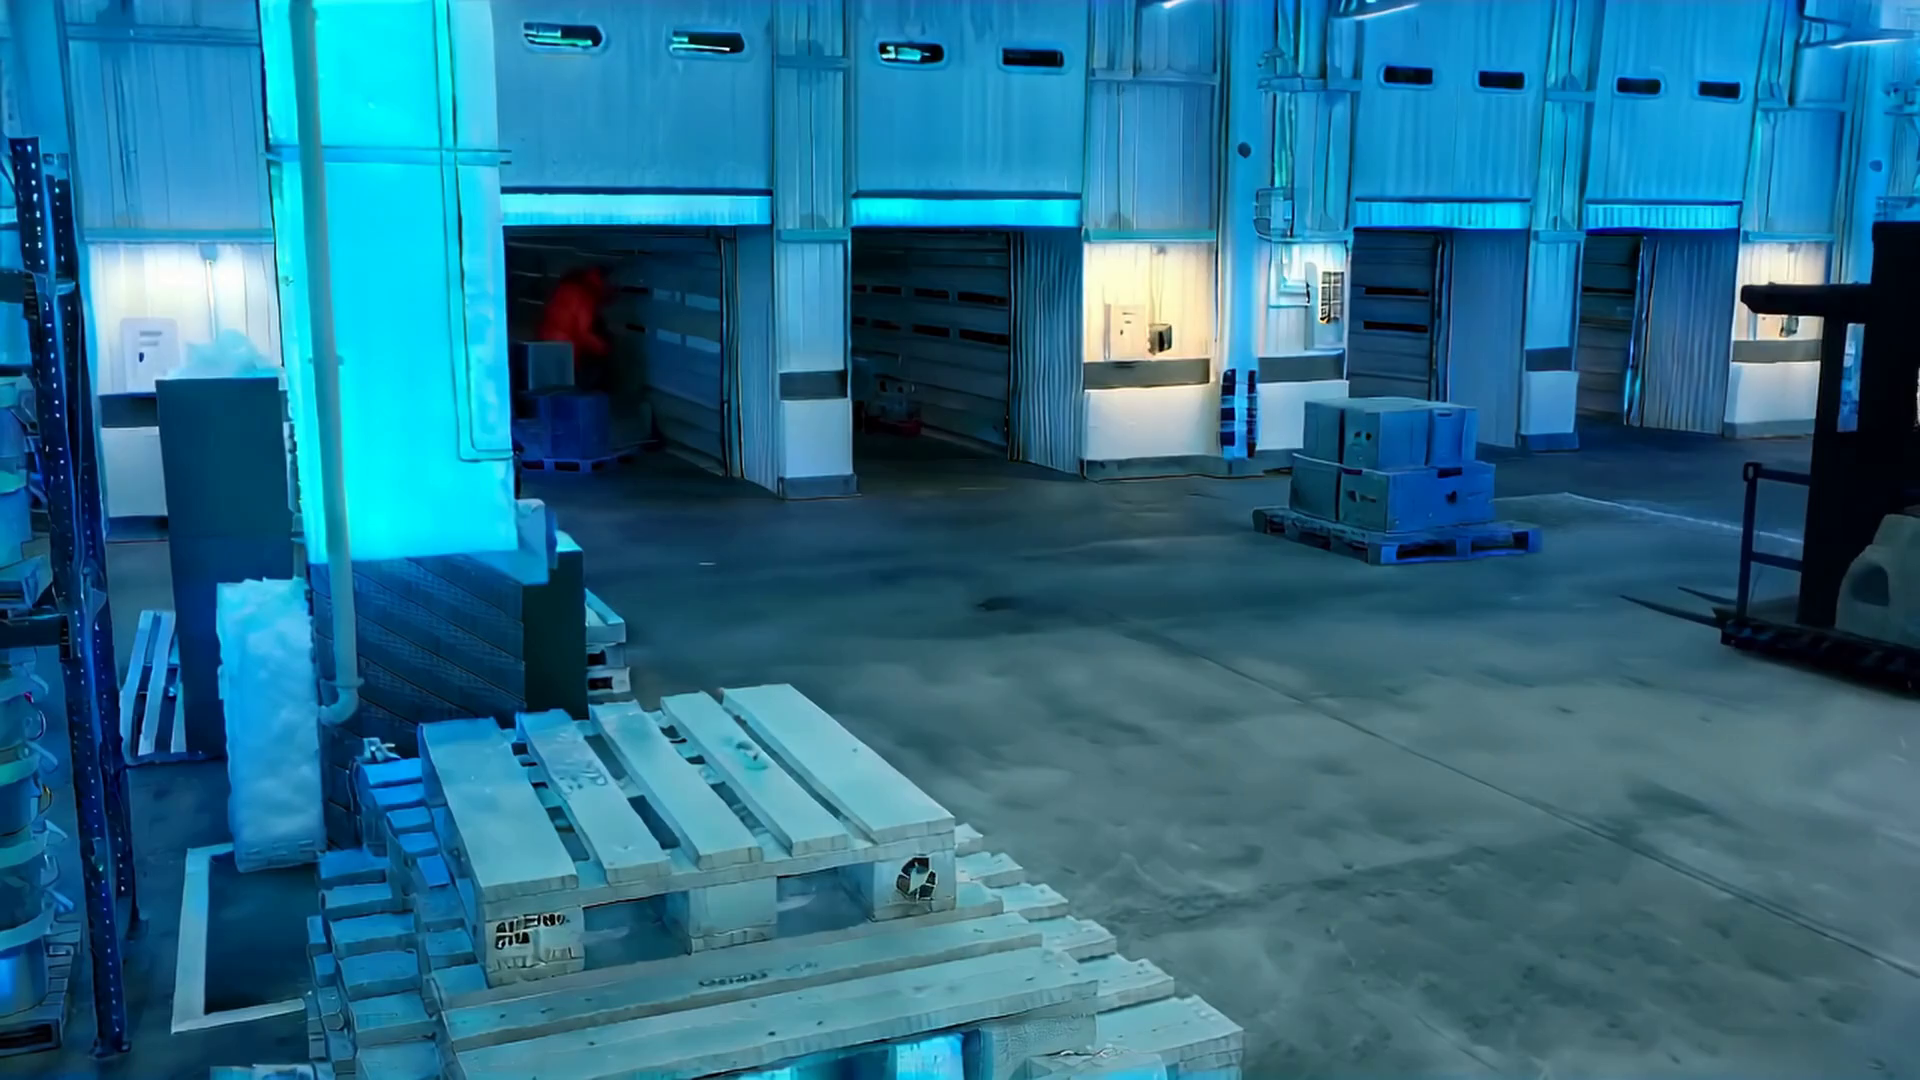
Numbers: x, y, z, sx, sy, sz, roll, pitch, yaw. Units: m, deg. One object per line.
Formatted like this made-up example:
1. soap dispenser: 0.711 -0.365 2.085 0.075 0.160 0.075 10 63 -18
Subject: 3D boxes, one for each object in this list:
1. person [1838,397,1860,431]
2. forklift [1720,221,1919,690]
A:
1. person: 6.554 -0.394 11.986 0.595 1.925 0.375 -5 11 -25
2. forklift: 5.951 -0.550 10.218 1.129 2.768 1.873 -4 11 -23
